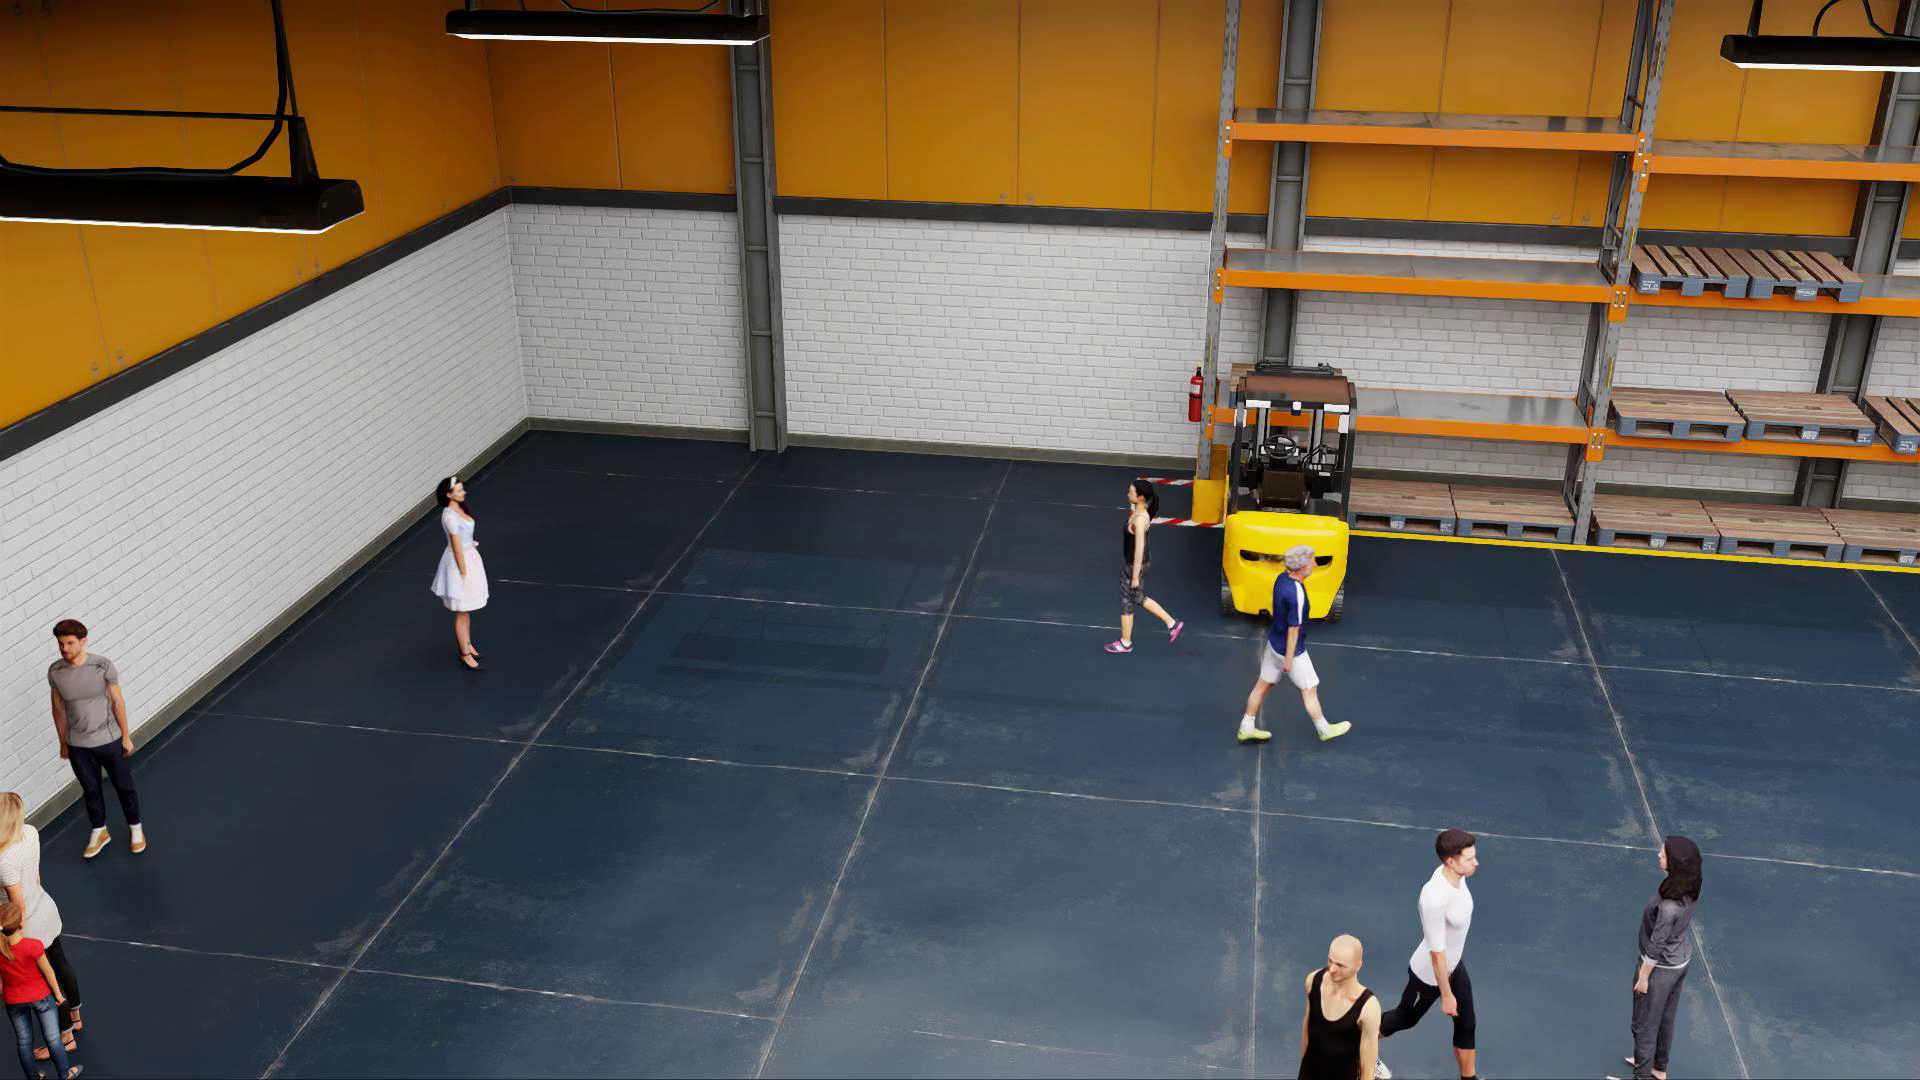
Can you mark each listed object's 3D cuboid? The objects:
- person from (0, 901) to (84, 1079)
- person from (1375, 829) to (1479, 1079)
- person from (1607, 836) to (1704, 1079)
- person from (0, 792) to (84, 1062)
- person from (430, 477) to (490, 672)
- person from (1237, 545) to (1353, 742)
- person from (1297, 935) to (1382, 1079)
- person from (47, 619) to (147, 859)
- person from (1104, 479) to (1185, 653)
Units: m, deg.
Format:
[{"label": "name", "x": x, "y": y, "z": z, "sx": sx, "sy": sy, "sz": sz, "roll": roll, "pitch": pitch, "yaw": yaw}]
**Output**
[{"label": "person", "x": -5.553, "y": 2.728, "z": 9.907, "sx": 0.510, "sy": 1.310, "sz": 0.612, "roll": -4, "pitch": 24, "yaw": -10}, {"label": "person", "x": 2.713, "y": 2.501, "z": 9.796, "sx": 1.312, "sy": 1.814, "sz": 1.054, "roll": 17, "pitch": 29, "yaw": 34}, {"label": "person", "x": 4.157, "y": 2.520, "z": 9.823, "sx": 0.669, "sy": 1.758, "sz": 0.696, "roll": -21, "pitch": 31, "yaw": -40}, {"label": "person", "x": -5.663, "y": 2.332, "z": 10.167, "sx": 0.647, "sy": 1.827, "sz": 0.666, "roll": -5, "pitch": 24, "yaw": -10}, {"label": "person", "x": -4.455, "y": 0.289, "z": 14.850, "sx": 0.833, "sy": 1.818, "sz": 0.801, "roll": -4, "pitch": 24, "yaw": -8}, {"label": "person", "x": 2.579, "y": 0.886, "z": 13.531, "sx": 1.225, "sy": 1.782, "sz": 0.912, "roll": -4, "pitch": 24, "yaw": -10}, {"label": "person", "x": 2.088, "y": 2.880, "z": 8.973, "sx": 1.152, "sy": 1.779, "sz": 1.176, "roll": -22, "pitch": 32, "yaw": -40}, {"label": "person", "x": -6.318, "y": 1.431, "z": 12.145, "sx": 0.616, "sy": 1.894, "sz": 0.777, "roll": -5, "pitch": 24, "yaw": -11}, {"label": "person", "x": 1.690, "y": 0.257, "z": 15.062, "sx": 0.927, "sy": 1.709, "sz": 0.584, "roll": 4, "pitch": 24, "yaw": 10}]
